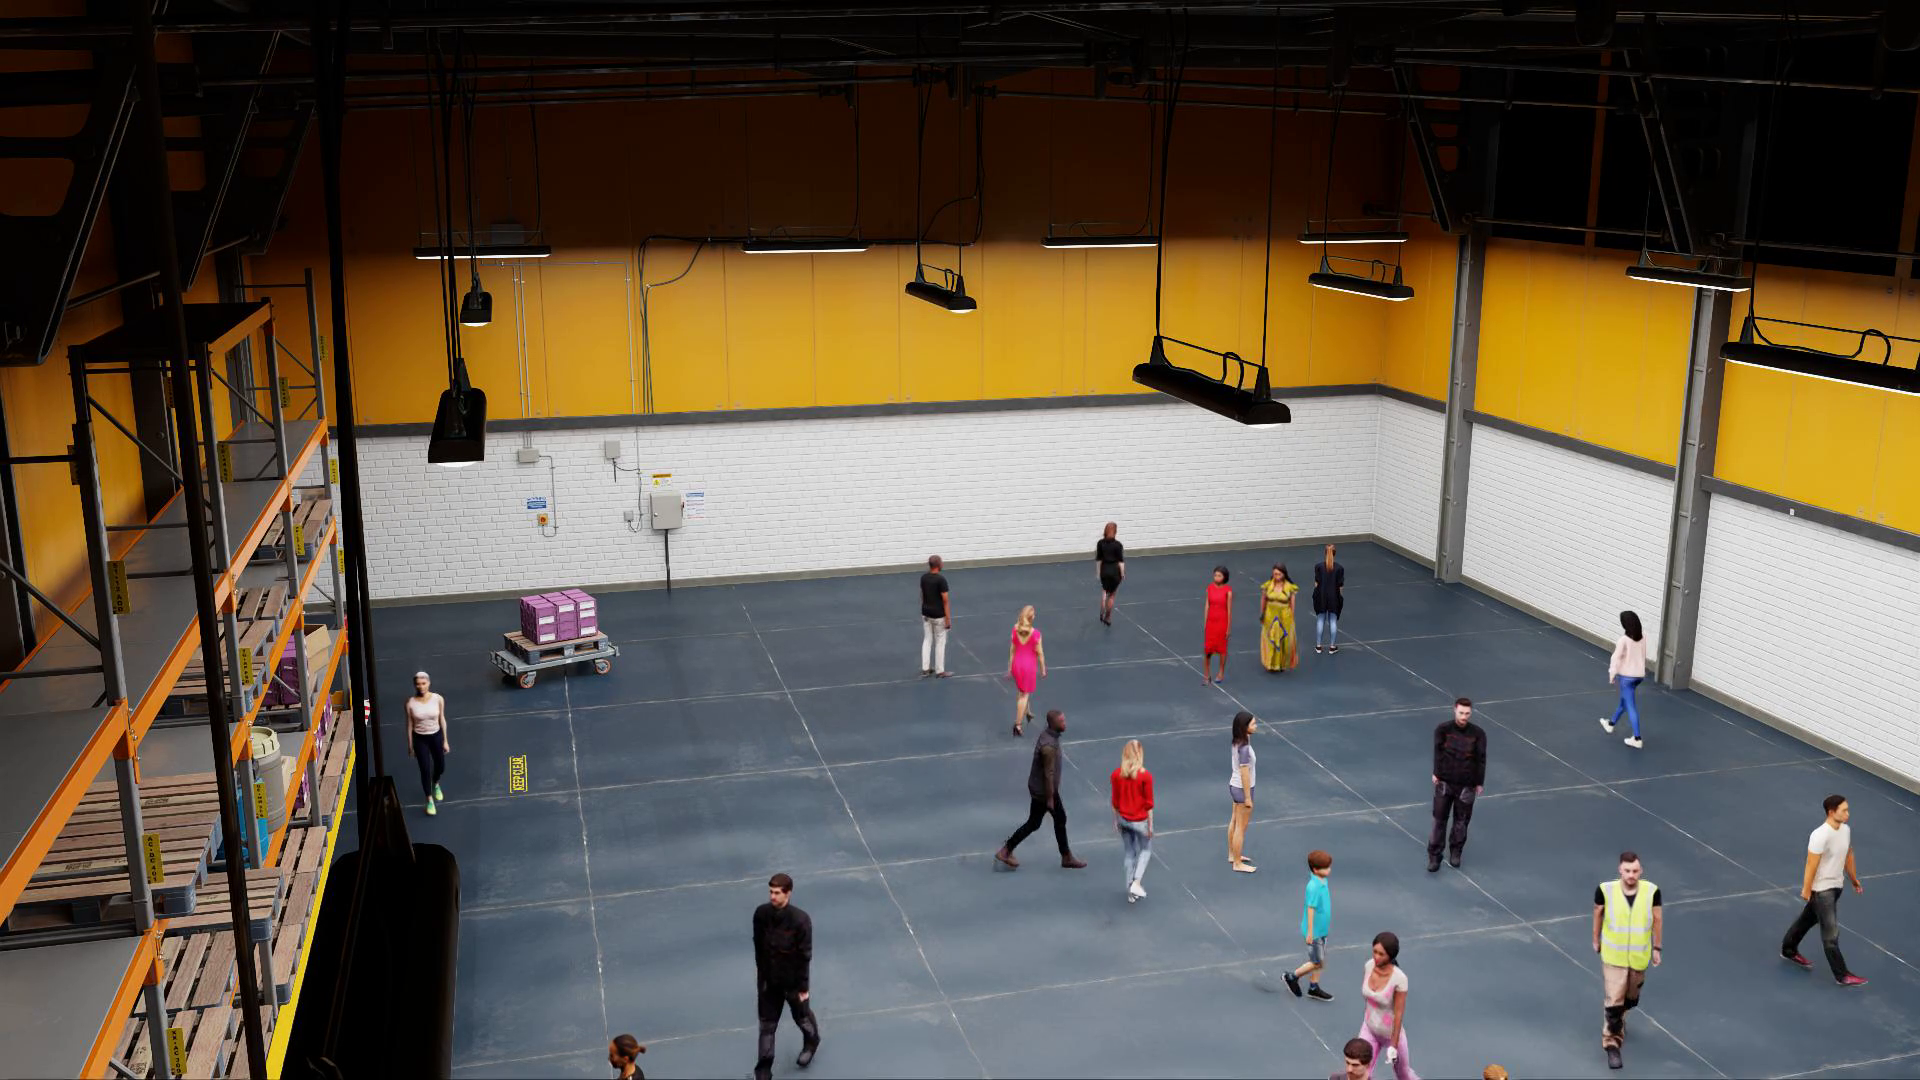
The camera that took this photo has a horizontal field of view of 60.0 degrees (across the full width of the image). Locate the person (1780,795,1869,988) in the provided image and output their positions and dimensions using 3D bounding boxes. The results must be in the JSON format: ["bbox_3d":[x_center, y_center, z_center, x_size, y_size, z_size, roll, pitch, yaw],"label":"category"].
[{"bbox_3d":[7.910,3.180,15.398,0.936,1.766,1.176,-11,17,-38],"label":"person"}]

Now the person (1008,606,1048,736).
[{"bbox_3d":[0.799,1.715,21.583,0.936,1.702,1.000,7,15,28],"label":"person"}]

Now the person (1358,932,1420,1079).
[{"bbox_3d":[3.342,3.834,12.870,0.938,1.684,1.078,-11,18,-39],"label":"person"}]

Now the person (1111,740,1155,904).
[{"bbox_3d":[1.713,2.881,16.794,0.756,1.689,0.808,8,16,30],"label":"person"}]

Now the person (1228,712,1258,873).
[{"bbox_3d":[2.997,2.648,17.661,0.692,1.734,0.527,0,14,-1],"label":"person"}]

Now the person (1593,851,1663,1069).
[{"bbox_3d":[5.642,3.470,14.091,1.013,1.816,1.265,2,14,9],"label":"person"}]

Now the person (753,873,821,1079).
[{"bbox_3d":[-1.391,3.580,13.677,1.157,1.797,1.278,6,15,23],"label":"person"}]

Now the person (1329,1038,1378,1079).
[{"bbox_3d":[2.732,4.155,11.232,0.810,1.831,0.886,9,16,32],"label":"person"}]

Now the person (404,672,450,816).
[{"bbox_3d":[-6.144,2.306,19.164,0.666,1.691,0.739,-6,15,-23],"label":"person"}]

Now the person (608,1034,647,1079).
[{"bbox_3d":[-2.241,4.175,11.494,0.643,1.669,0.465,-3,14,-12],"label":"person"}]

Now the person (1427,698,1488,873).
[{"bbox_3d":[5.282,2.555,17.707,0.956,1.894,1.050,5,14,18],"label":"person"}]

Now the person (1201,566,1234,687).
[{"bbox_3d":[3.715,1.202,23.650,0.847,1.727,0.906,8,16,30],"label":"person"}]

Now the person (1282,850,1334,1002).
[{"bbox_3d":[3.139,3.452,14.962,0.776,1.441,0.719,7,15,28],"label":"person"}]

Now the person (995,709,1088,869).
[{"bbox_3d":[0.799,2.649,17.531,1.145,1.793,1.264,2,14,7],"label":"person"}]

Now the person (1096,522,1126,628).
[{"bbox_3d":[2.336,0.570,26.330,0.689,1.693,0.757,9,16,33],"label":"person"}]

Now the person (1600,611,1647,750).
[{"bbox_3d":[8.606,1.804,21.173,0.743,1.723,1.067,-5,14,-19],"label":"person"}]

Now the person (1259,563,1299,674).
[{"bbox_3d":[4.631,1.121,24.157,0.907,1.645,0.933,4,14,17],"label":"person"}]

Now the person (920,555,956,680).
[{"bbox_3d":[-0.371,1.093,23.936,0.724,1.804,0.820,11,17,38],"label":"person"}]

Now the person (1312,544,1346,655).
[{"bbox_3d":[5.552,0.877,25.080,0.720,1.684,0.744,5,14,19],"label":"person"}]
